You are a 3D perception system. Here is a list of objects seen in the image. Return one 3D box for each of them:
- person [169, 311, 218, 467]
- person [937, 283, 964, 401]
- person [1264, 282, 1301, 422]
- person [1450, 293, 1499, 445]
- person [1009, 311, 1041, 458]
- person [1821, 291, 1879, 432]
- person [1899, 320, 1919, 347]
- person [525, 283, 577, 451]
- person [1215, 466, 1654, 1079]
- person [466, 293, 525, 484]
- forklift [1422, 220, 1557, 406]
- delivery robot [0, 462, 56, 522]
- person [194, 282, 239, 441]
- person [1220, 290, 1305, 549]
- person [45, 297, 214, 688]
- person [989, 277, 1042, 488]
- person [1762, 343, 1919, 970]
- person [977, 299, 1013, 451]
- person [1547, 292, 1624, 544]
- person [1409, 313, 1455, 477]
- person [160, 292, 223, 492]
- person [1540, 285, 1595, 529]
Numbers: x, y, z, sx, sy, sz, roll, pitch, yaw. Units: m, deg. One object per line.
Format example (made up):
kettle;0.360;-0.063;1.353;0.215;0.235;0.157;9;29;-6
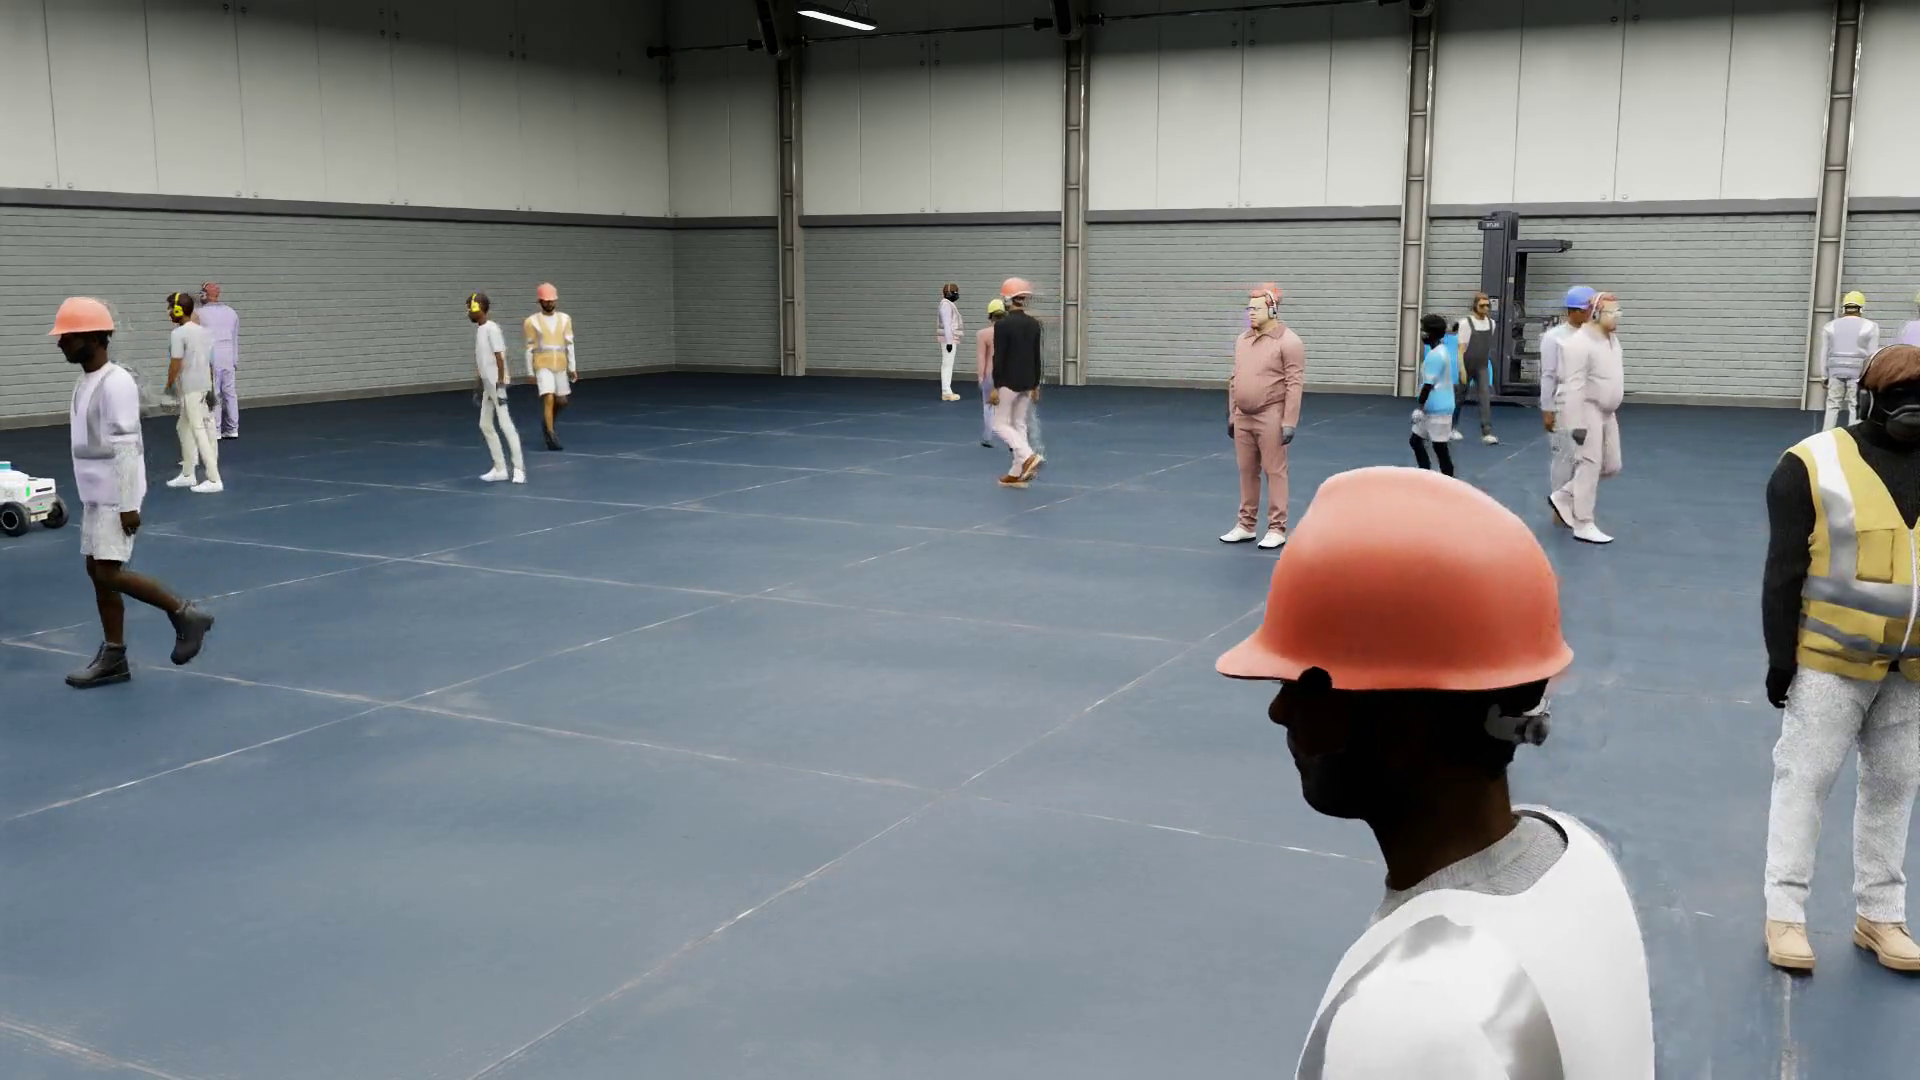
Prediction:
person;-8.050;-1.596;17.481;0.309;1.645;0.514;5;11;29
person;-0.152;-3.154;26.479;0.429;1.842;0.634;0;9;1
person;4.145;-2.550;22.604;0.971;1.899;0.557;4;10;24
person;6.111;-2.048;19.839;0.519;1.790;0.983;-3;10;-15
person;0.704;-1.632;17.797;0.372;1.615;0.520;-1;9;-5
person;9.896;-1.850;18.510;0.403;1.824;0.590;-8;12;-42
person;9.542;-1.530;16.368;0.995;1.871;0.600;-1;9;-7
person;-4.765;-2.017;19.251;0.555;1.913;0.694;-6;11;-34
person;0.417;0.866;1.594;1.024;1.877;0.553;7;12;37
person;-4.508;-1.476;16.204;0.470;1.834;0.608;-6;11;-33
forklift;8.245;-3.527;25.720;1.873;2.768;1.129;5;10;27
delivery robot;-7.549;-0.377;13.155;0.707;0.478;0.477;2;9;12
person;-9.026;-2.155;20.123;0.407;1.908;0.641;4;10;21
person;2.235;-0.903;12.399;0.409;1.907;0.651;-7;12;-38
person;-4.162;-0.241;8.271;0.577;1.925;0.547;-9;13;-42
person;0.559;-1.471;15.650;0.536;1.983;0.629;8;12;42
person;2.674;0.350;4.871;0.624;1.844;0.430;1;9;4
person;0.461;-1.901;19.111;0.532;1.731;0.882;-2;10;-15
person;4.760;-0.934;12.623;0.672;1.891;0.505;-9;13;-44
person;4.120;-1.144;14.591;0.547;1.676;0.536;3;10;16
person;-7.236;-1.362;15.446;0.766;1.839;0.513;0;9;2
person;4.901;-1.062;13.307;0.632;1.928;0.433;-4;10;-21
